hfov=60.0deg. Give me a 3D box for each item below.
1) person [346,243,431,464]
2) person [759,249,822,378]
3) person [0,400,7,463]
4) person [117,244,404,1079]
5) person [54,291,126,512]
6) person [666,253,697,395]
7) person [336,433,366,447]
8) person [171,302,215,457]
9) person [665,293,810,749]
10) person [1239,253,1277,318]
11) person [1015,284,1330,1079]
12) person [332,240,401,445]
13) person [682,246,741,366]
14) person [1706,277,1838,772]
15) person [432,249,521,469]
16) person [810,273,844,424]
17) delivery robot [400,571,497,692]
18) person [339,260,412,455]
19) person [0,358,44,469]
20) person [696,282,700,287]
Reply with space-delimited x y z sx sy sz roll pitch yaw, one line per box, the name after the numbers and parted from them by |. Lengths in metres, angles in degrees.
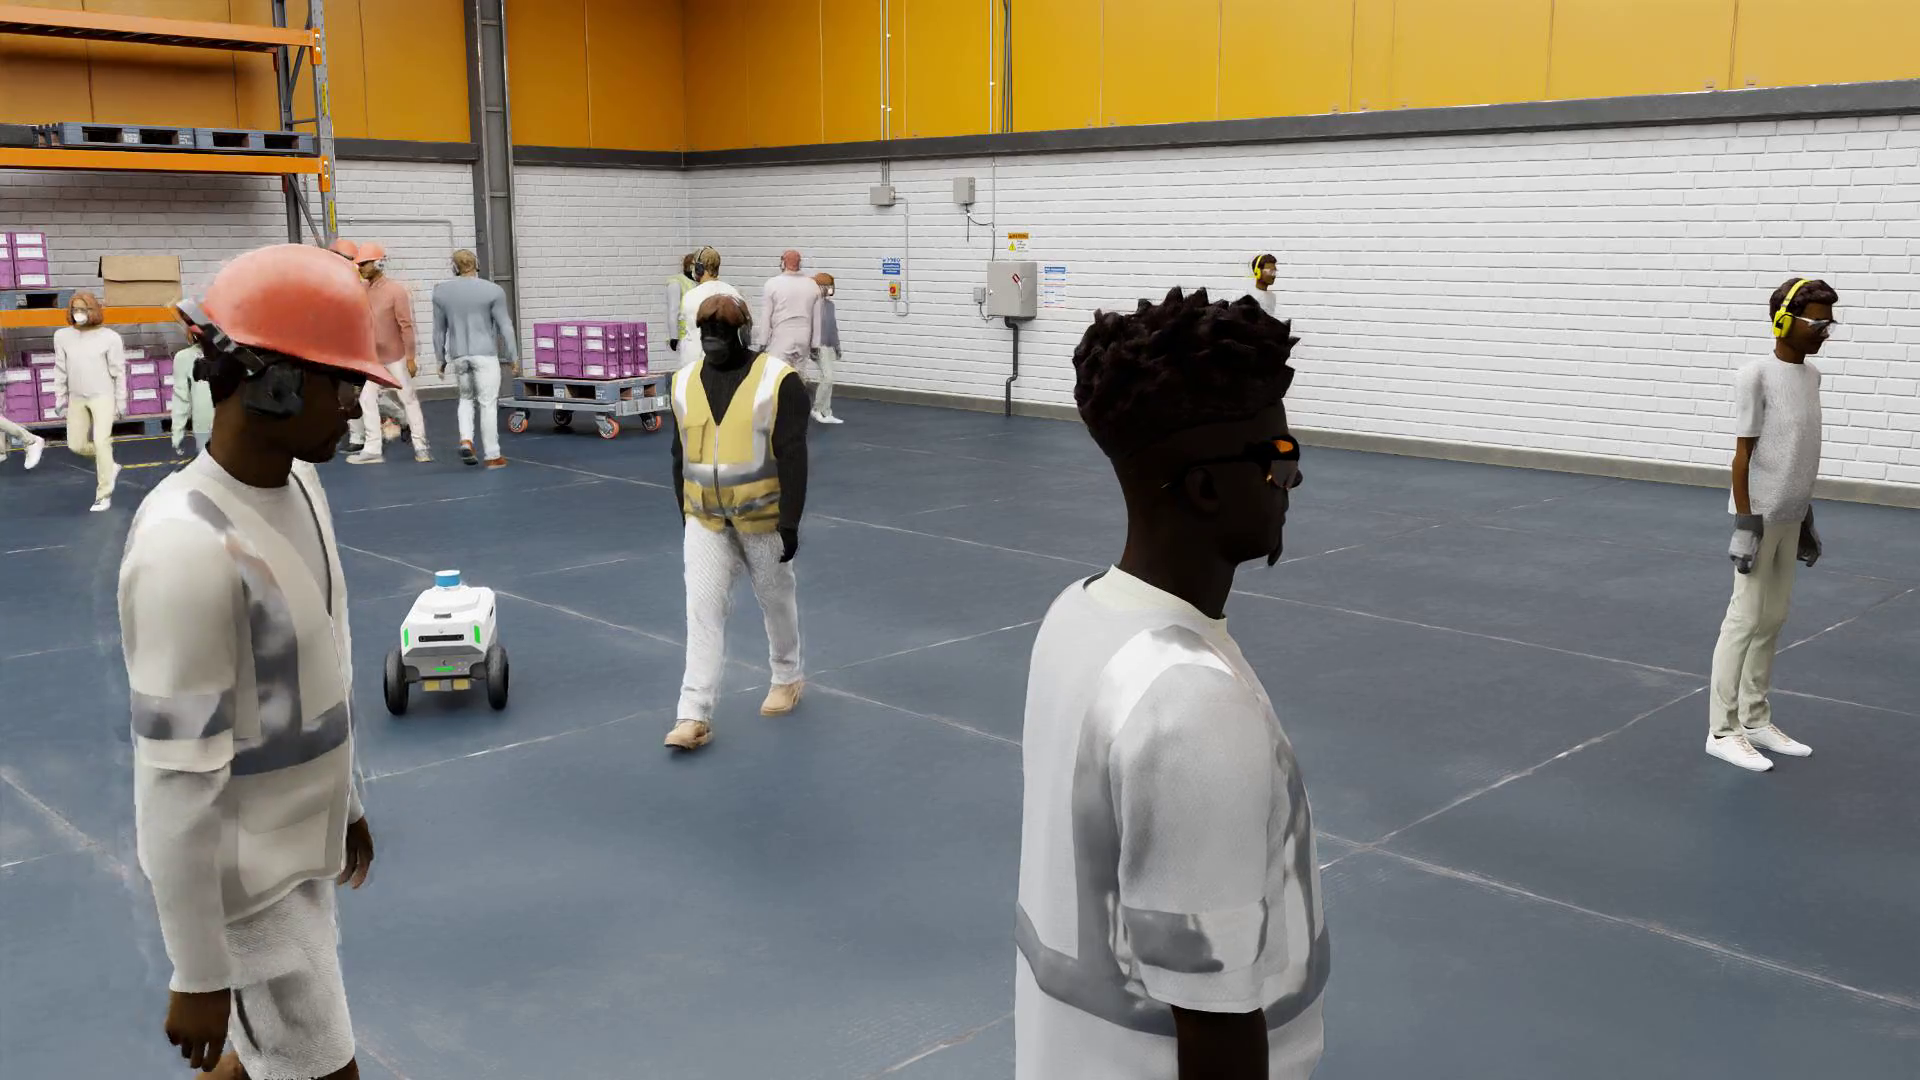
-5.085 -1.643 14.769 0.663 1.958 0.598 5 12 26 | person
-1.726 -2.066 17.261 0.670 1.880 0.746 -7 12 -33 | person
-8.657 -1.426 14.502 0.527 1.602 0.712 3 11 15 | person
-1.209 0.528 2.746 0.720 2.017 0.708 -1 10 -6 | person
-6.416 -1.037 12.337 0.517 1.617 0.534 0 10 1 | person
-2.988 -2.254 18.425 0.459 1.830 0.652 6 12 29 | person
-6.020 -1.809 16.111 0.643 1.790 0.970 4 11 19 | person
-4.551 -0.631 10.132 0.528 1.613 0.558 1 10 4 | person
-0.895 -0.094 6.742 0.635 1.793 0.955 3 11 15 | person
2.681 -1.624 14.890 0.411 1.860 0.544 10 14 42 | person
0.253 0.687 2.000 0.367 1.967 0.603 -2 11 -11 | person
-5.922 -1.899 16.094 0.633 1.976 1.057 6 12 30 | person
-1.926 -1.285 12.833 0.372 1.940 0.631 6 12 28 | person
3.131 -0.060 6.369 0.517 1.861 0.328 -7 13 -35 | person
-4.191 -1.559 14.425 0.732 1.900 0.451 2 11 8 | person
-1.438 -2.042 17.807 0.337 1.621 0.535 5 11 24 | person
-2.232 0.377 7.285 0.477 0.478 0.707 -2 11 -11 | delivery robot
-5.508 -1.706 15.530 0.606 1.796 0.705 6 12 32 | person
-8.085 -1.421 13.841 0.573 1.846 0.593 7 13 35 | person
-2.608 -2.004 17.605 0.525 1.619 0.548 -8 13 -36 | person
